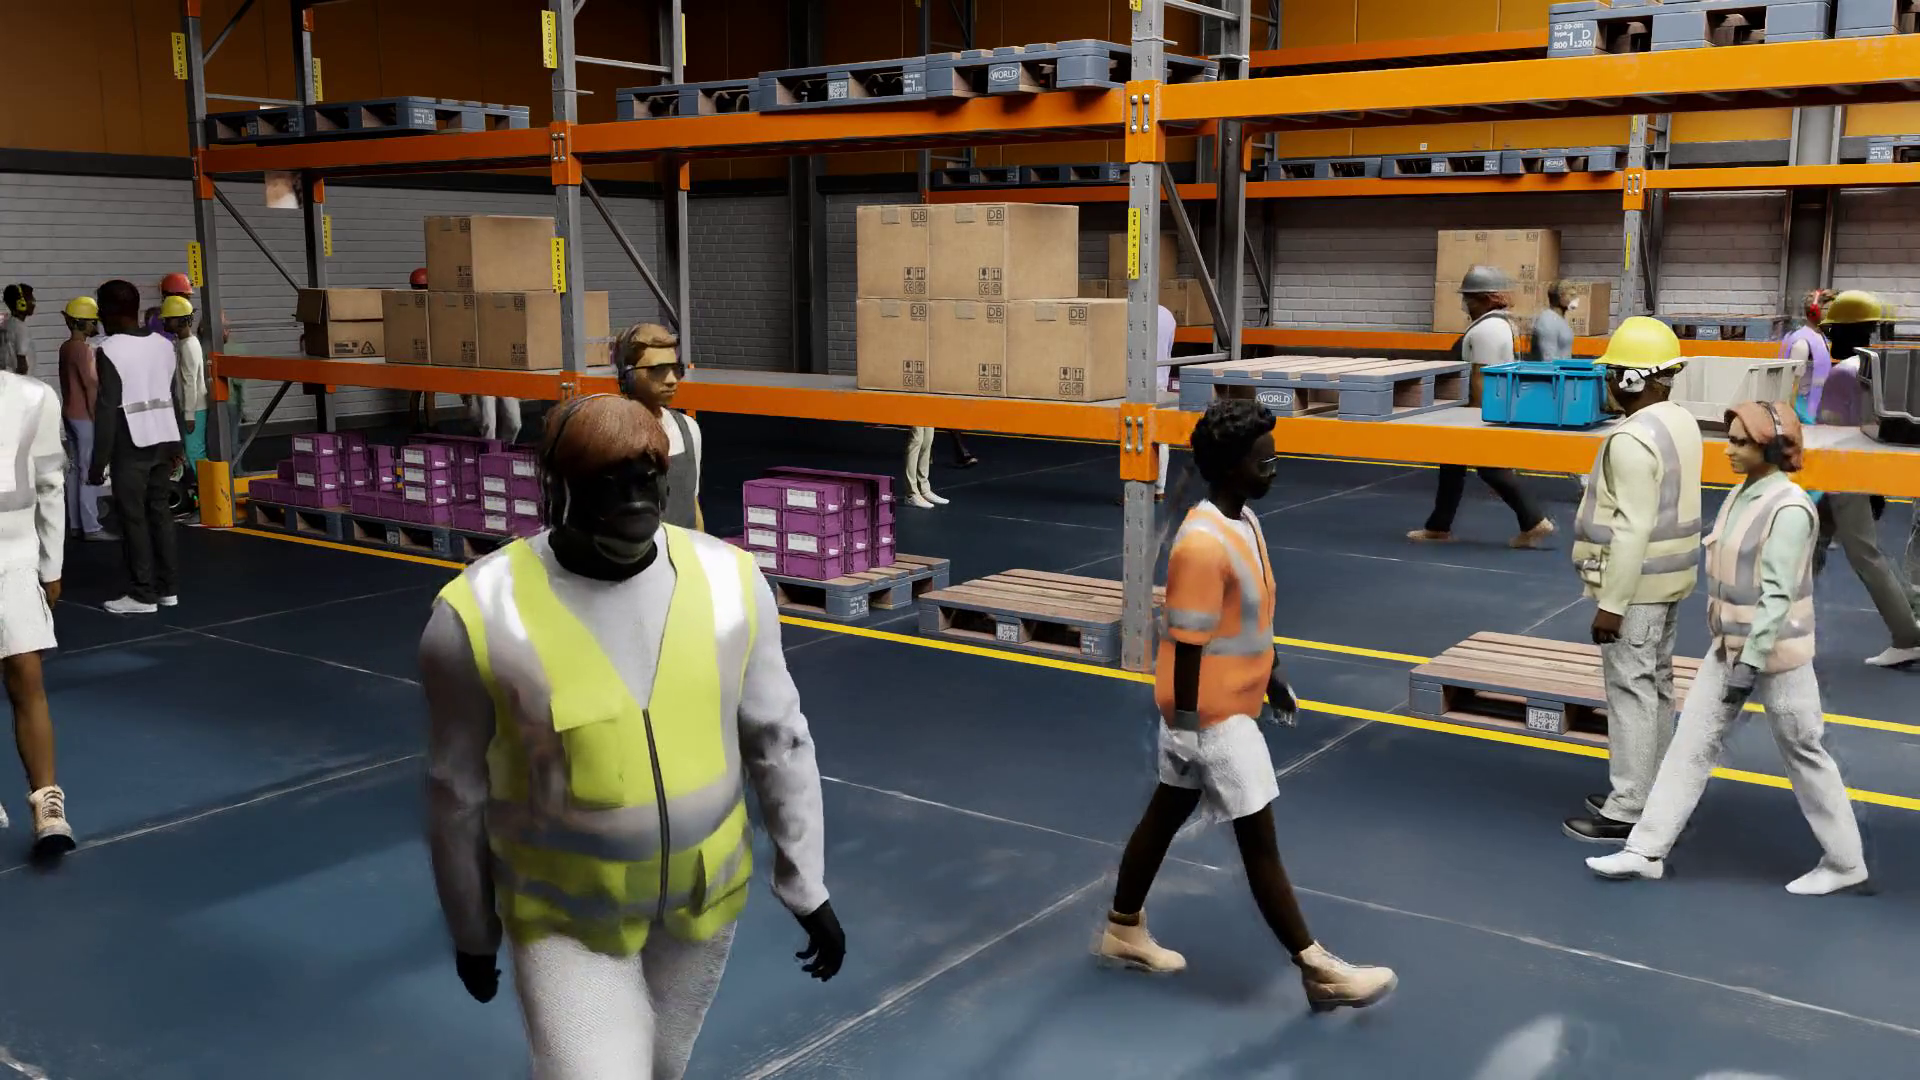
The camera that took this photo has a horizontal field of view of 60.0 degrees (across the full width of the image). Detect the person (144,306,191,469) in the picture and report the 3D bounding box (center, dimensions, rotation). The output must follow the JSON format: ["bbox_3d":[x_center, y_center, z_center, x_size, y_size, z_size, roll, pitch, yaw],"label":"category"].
[{"bbox_3d":[-7.560,-1.411,15.766,0.533,1.592,0.855,3,10,19],"label":"person"}]

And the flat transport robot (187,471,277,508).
[{"bbox_3d":[-5.770,-0.458,14.028,1.431,0.197,0.652,-7,12,-36],"label":"flat transport robot"}]

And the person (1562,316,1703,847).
[{"bbox_3d":[2.331,0.148,5.770,0.404,1.834,0.591,7,12,38],"label":"person"}]

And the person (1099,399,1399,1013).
[{"bbox_3d":[0.769,0.445,4.507,0.863,1.644,0.549,3,10,18],"label":"person"}]

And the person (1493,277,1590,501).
[{"bbox_3d":[4.956,-1.222,13.783,1.029,1.880,0.656,6,11,33],"label":"person"}]

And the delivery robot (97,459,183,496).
[{"bbox_3d":[-6.594,-0.518,13.263,0.707,0.478,0.477,-6,11,-30],"label":"delivery robot"}]

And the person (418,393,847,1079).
[{"bbox_3d":[-0.546,0.650,2.889,0.643,1.793,0.965,-6,11,-31],"label":"person"}]

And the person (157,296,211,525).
[{"bbox_3d":[-5.949,-0.994,12.817,0.340,1.760,0.530,-4,10,-22],"label":"person"}]

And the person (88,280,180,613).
[{"bbox_3d":[-4.726,-0.525,9.577,0.434,1.907,0.637,2,10,12],"label":"person"}]

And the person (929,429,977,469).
[{"bbox_3d":[-0.203,-1.653,16.273,0.627,1.909,1.021,-6,11,-31],"label":"person"}]

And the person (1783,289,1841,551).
[{"bbox_3d":[6.044,-0.845,11.722,0.661,1.823,0.571,6,11,32],"label":"person"}]

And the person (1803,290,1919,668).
[{"bbox_3d":[4.500,-0.318,8.415,0.980,1.886,0.587,9,13,42],"label":"person"}]

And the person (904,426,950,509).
[{"bbox_3d":[-0.289,-1.198,13.685,0.328,1.872,0.509,4,10,25],"label":"person"}]

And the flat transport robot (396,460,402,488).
[{"bbox_3d":[-4.729,-0.625,15.024,1.431,0.197,0.652,-9,13,-43],"label":"flat transport robot"}]

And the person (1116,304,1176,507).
[{"bbox_3d":[1.516,-1.228,13.669,0.373,1.936,0.629,7,12,37],"label":"person"}]

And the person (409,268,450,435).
[{"bbox_3d":[-6.009,-2.069,18.666,0.543,1.939,0.361,7,12,34],"label":"person"}]

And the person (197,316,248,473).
[{"bbox_3d":[-6.208,-1.118,13.958,0.518,1.605,0.412,0,10,2],"label":"person"}]

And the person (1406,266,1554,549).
[{"bbox_3d":[3.723,-0.953,11.715,0.964,2.000,0.688,3,10,15],"label":"person"}]

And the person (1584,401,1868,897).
[{"bbox_3d":[2.511,0.356,5.251,0.859,1.594,0.522,0,10,0],"label":"person"}]

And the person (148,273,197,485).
[{"bbox_3d":[-7.040,-1.427,14.910,0.545,1.917,0.489,5,11,29],"label":"person"}]

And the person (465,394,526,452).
[{"bbox_3d":[-4.225,-1.422,15.033,0.613,1.861,0.528,-8,12,-39],"label":"person"}]

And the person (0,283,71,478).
[{"bbox_3d":[-7.921,-1.269,14.235,0.555,1.822,0.941,7,12,38],"label":"person"}]

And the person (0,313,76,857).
[{"bbox_3d":[-3.310,0.092,5.633,0.612,1.985,1.049,-7,12,-37],"label":"person"}]

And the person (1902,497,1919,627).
[{"bbox_3d":[5.391,-0.359,9.062,0.483,1.745,0.304,-9,13,-42],"label":"person"}]

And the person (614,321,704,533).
[{"bbox_3d":[-1.065,0.186,5.553,0.541,1.829,0.515,8,13,41],"label":"person"}]

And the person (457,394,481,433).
[{"bbox_3d":[-5.669,-2.142,19.466,0.429,1.831,0.667,3,10,19],"label":"person"}]

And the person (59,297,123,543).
[{"bbox_3d":[-6.296,-0.865,12.016,0.533,1.765,0.329,9,13,44],"label":"person"}]
